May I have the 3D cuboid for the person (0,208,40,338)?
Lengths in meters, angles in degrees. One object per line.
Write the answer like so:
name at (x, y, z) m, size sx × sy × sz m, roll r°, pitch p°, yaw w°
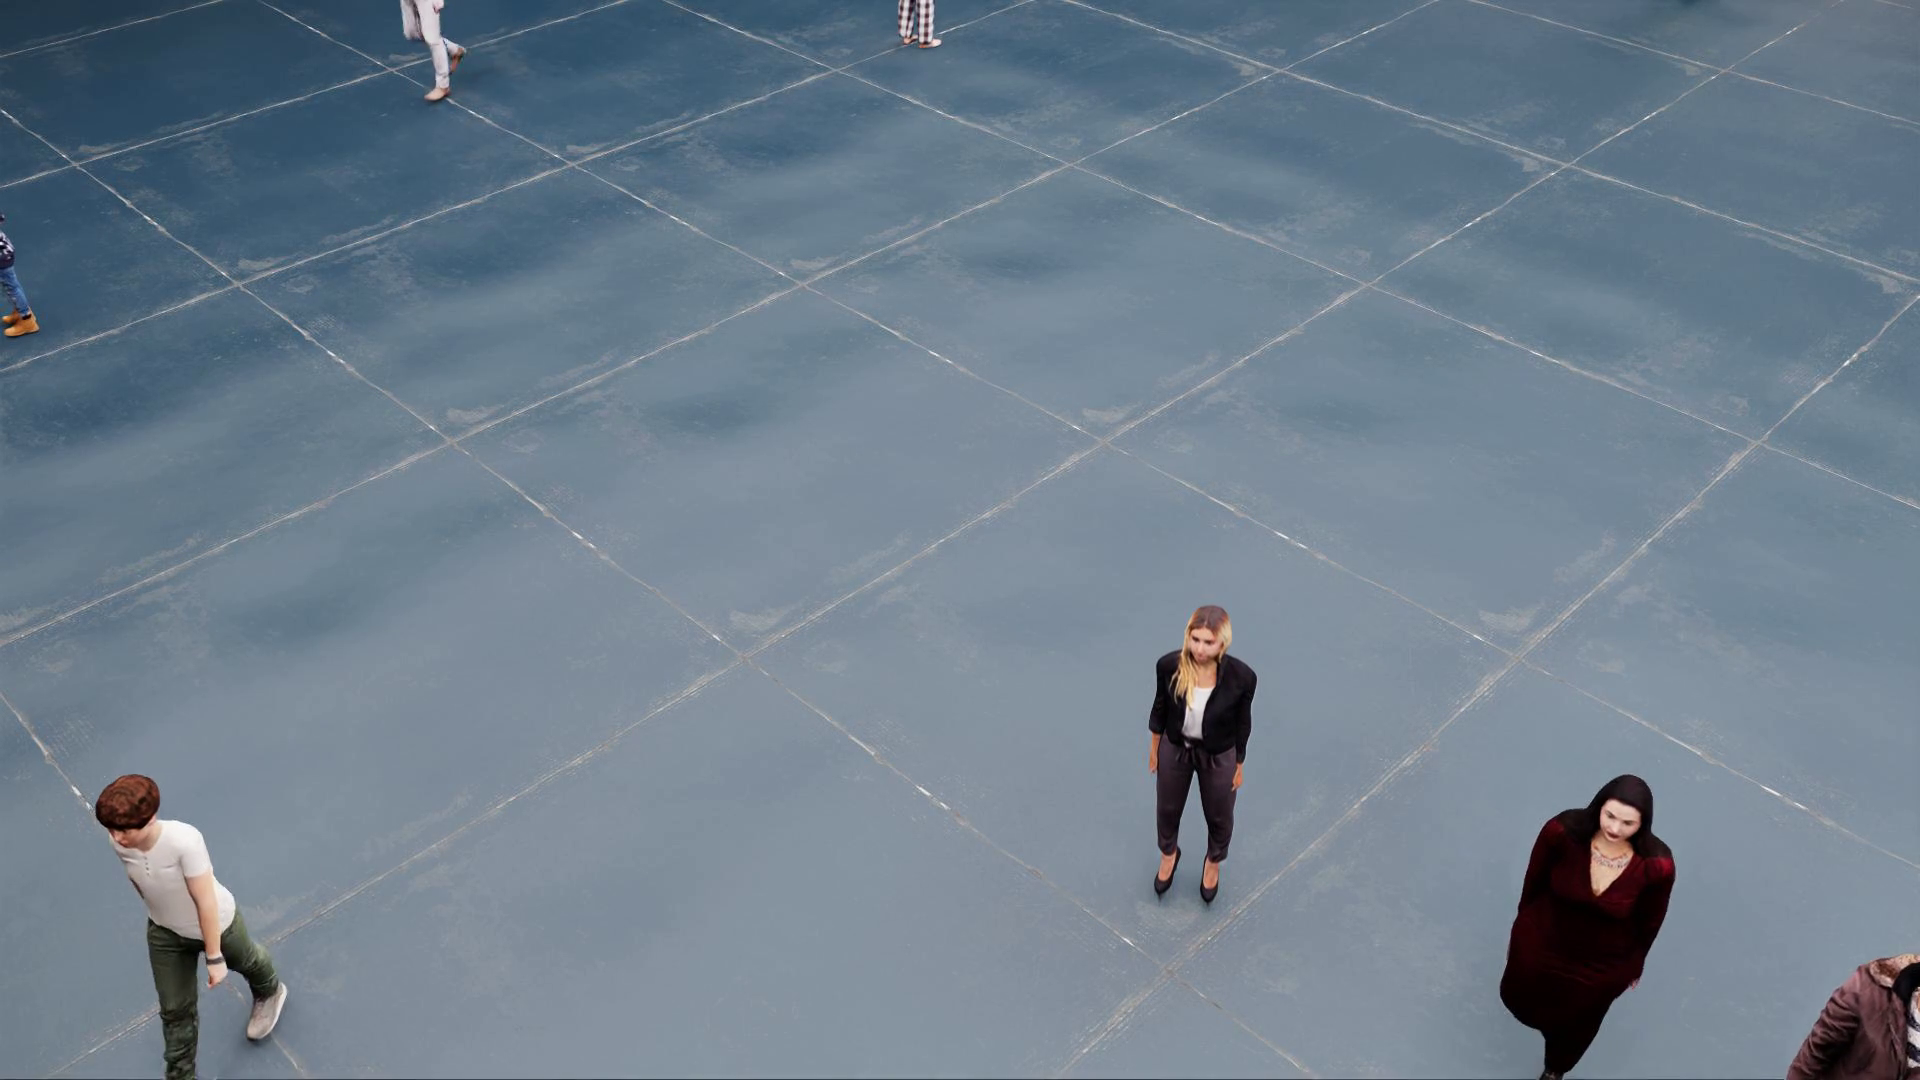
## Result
person at (-6.732, -2.031, 11.600) m, size 0.574 × 1.255 × 0.556 m, roll -16°, pitch 40°, yaw -20°

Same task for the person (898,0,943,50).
person at (-0.410, -5.640, 15.859) m, size 0.630 × 1.847 × 0.550 m, roll 28°, pitch 45°, yaw 31°

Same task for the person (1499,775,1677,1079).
person at (2.454, 1.503, 6.546) m, size 0.799 × 1.747 × 0.871 m, roll 16°, pitch 40°, yaw 19°

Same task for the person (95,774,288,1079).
person at (-3.019, 1.488, 6.675) m, size 0.994 × 1.616 × 1.115 m, roll 3°, pitch 37°, yaw 4°

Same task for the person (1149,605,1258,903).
person at (1.054, 0.953, 7.335) m, size 0.672 × 1.668 × 0.676 m, roll 12°, pitch 39°, yaw 15°

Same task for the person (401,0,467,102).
person at (-4.749, -4.910, 14.875) m, size 0.771 × 1.875 × 0.951 m, roll 22°, pitch 42°, yaw 26°
